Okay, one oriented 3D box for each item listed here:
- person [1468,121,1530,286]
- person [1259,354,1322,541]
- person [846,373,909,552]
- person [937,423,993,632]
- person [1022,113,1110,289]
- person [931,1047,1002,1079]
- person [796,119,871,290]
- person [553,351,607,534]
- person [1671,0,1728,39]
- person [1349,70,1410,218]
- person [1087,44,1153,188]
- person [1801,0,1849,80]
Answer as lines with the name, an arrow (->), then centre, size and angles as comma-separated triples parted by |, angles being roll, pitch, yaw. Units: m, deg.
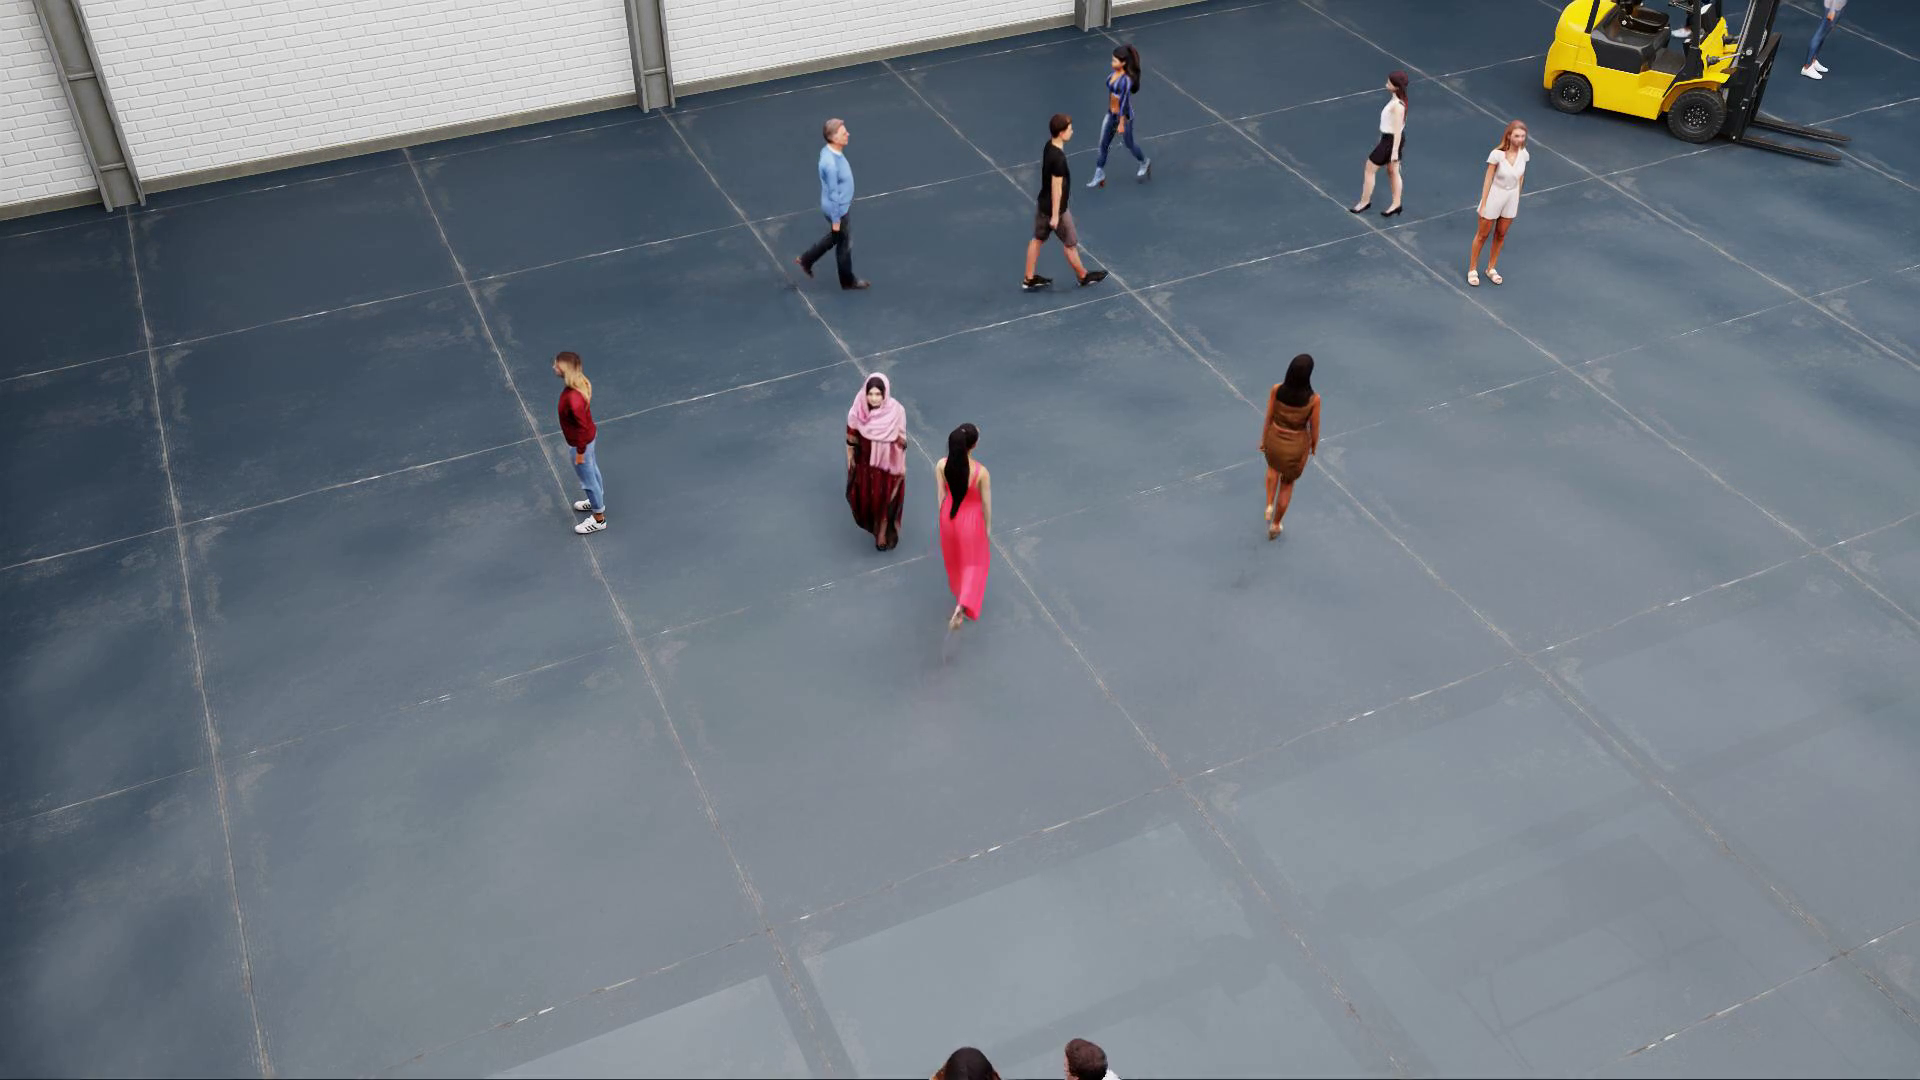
person -> 5.306, -3.326, 16.353 | 0.579, 1.694, 0.689 | -5, 39, -7
person -> 2.546, -0.681, 13.062 | 0.724, 1.668, 0.780 | 15, 41, 18
person -> -0.656, -0.670, 13.071 | 0.731, 1.640, 0.824 | -3, 39, -4
person -> -0.001, -0.061, 12.251 | 0.970, 1.712, 1.018 | 13, 40, 15
person -> 0.823, -3.250, 16.151 | 1.165, 1.829, 0.861 | -7, 39, -9
person -> 0.072, 3.038, 8.367 | 0.996, 1.715, 1.056 | 16, 41, 19
person -> -1.275, -3.247, 16.166 | 1.068, 1.805, 0.884 | -2, 39, -2
person -> -3.018, -0.805, 13.243 | 0.629, 1.636, 0.660 | -5, 39, -6
person -> 9.633, -7.226, 21.185 | 0.946, 1.760, 0.937 | 19, 42, 22
person -> 4.587, -4.103, 17.380 | 0.907, 1.629, 0.824 | 8, 39, 10
person -> 1.801, -4.568, 17.992 | 1.010, 1.590, 0.612 | -18, 42, -21
person -> 10.710, -6.567, 20.379 | 0.739, 1.735, 0.604 | 29, 47, 31
